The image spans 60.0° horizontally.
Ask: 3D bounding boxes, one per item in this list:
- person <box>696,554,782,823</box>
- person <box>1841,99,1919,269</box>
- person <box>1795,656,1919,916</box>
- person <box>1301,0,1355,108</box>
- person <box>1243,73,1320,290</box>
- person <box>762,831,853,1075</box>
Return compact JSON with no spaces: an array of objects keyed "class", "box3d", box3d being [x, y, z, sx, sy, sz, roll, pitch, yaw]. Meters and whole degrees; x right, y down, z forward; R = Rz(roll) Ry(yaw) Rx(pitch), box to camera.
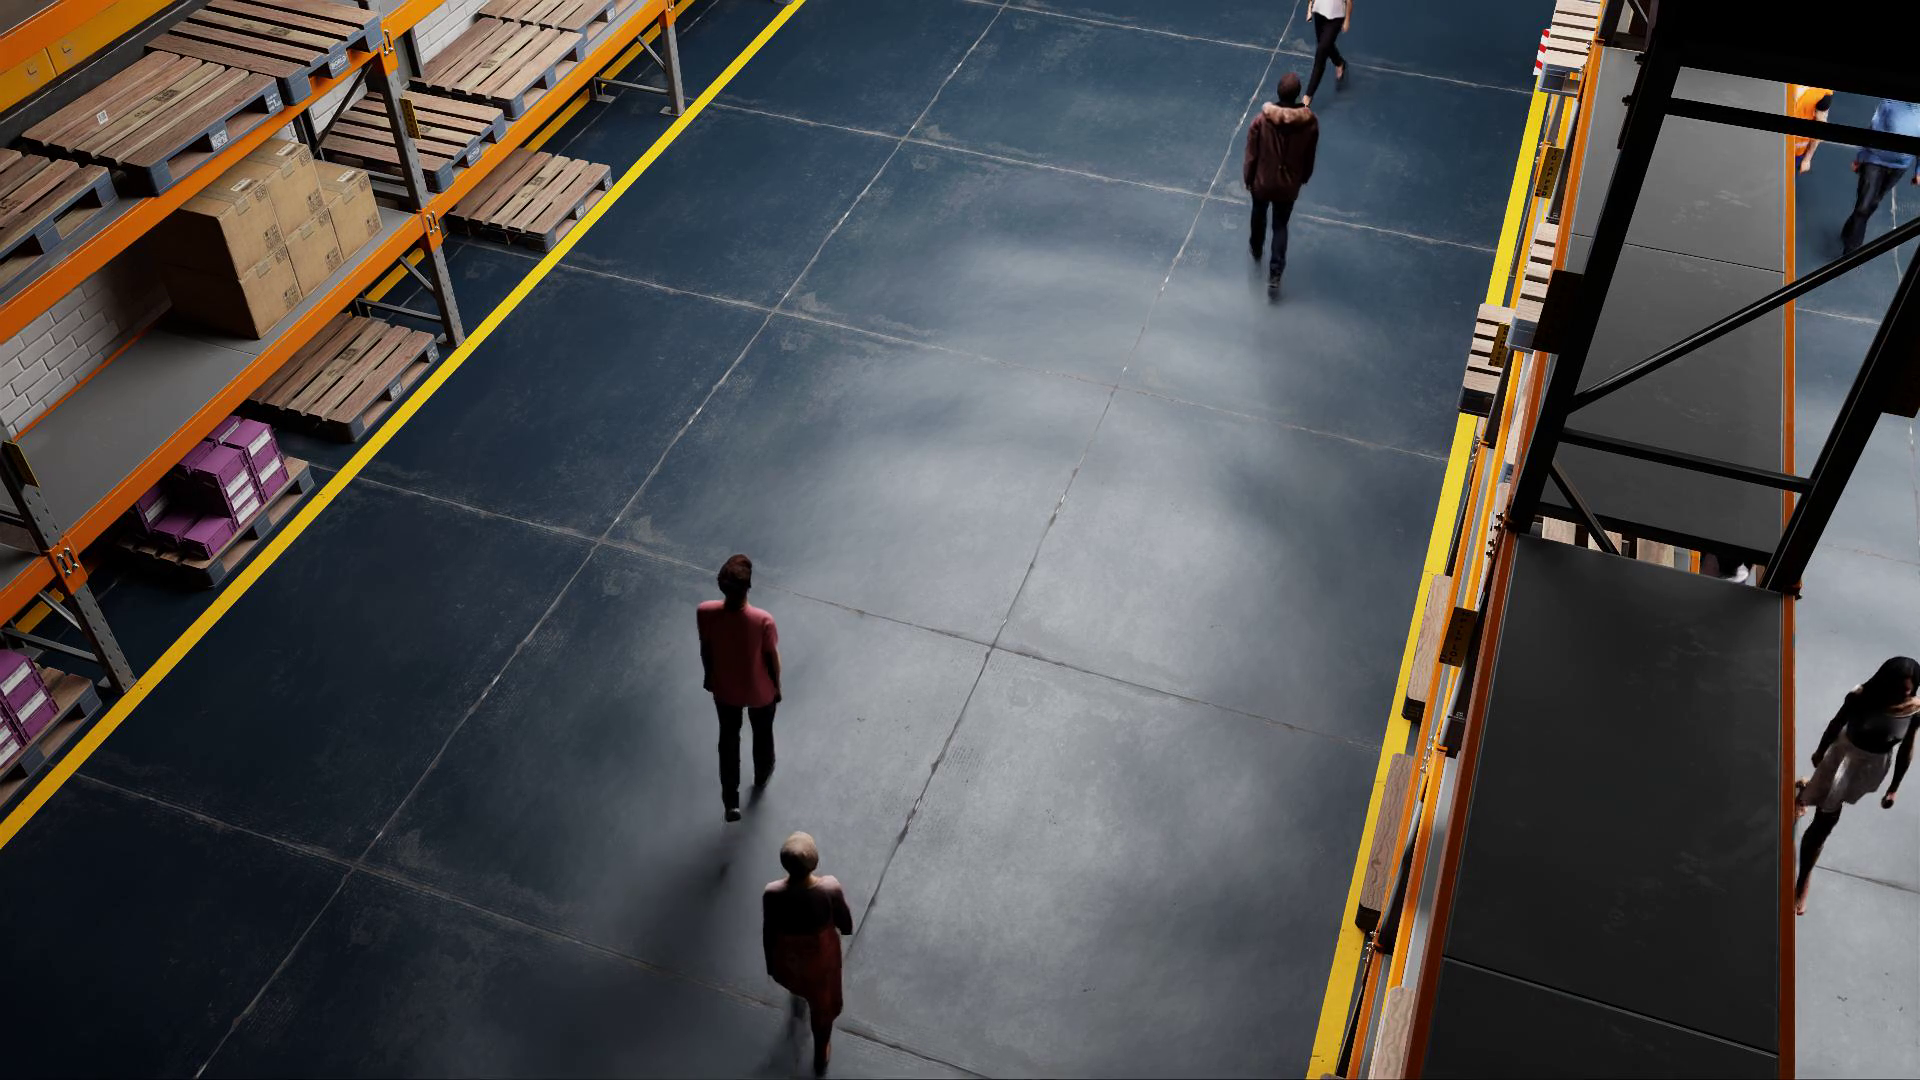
[{"class":"person","box3d":[-1.285,0.904,9.651,0.795,1.944,1.055,4,44,5]},{"class":"person","box3d":[7.862,-3.268,14.142,0.832,1.790,1.079,4,44,4]},{"class":"person","box3d":[5.067,1.243,9.457,0.626,1.722,1.176,13,45,14]},{"class":"person","box3d":[3.617,-5.051,16.032,1.179,1.765,0.945,-32,52,-29]},{"class":"person","box3d":[2.627,-2.925,13.770,0.993,1.807,1.268,3,44,3]},{"class":"person","box3d":[-0.780,2.177,8.521,0.847,1.661,1.040,-3,44,-3]}]
